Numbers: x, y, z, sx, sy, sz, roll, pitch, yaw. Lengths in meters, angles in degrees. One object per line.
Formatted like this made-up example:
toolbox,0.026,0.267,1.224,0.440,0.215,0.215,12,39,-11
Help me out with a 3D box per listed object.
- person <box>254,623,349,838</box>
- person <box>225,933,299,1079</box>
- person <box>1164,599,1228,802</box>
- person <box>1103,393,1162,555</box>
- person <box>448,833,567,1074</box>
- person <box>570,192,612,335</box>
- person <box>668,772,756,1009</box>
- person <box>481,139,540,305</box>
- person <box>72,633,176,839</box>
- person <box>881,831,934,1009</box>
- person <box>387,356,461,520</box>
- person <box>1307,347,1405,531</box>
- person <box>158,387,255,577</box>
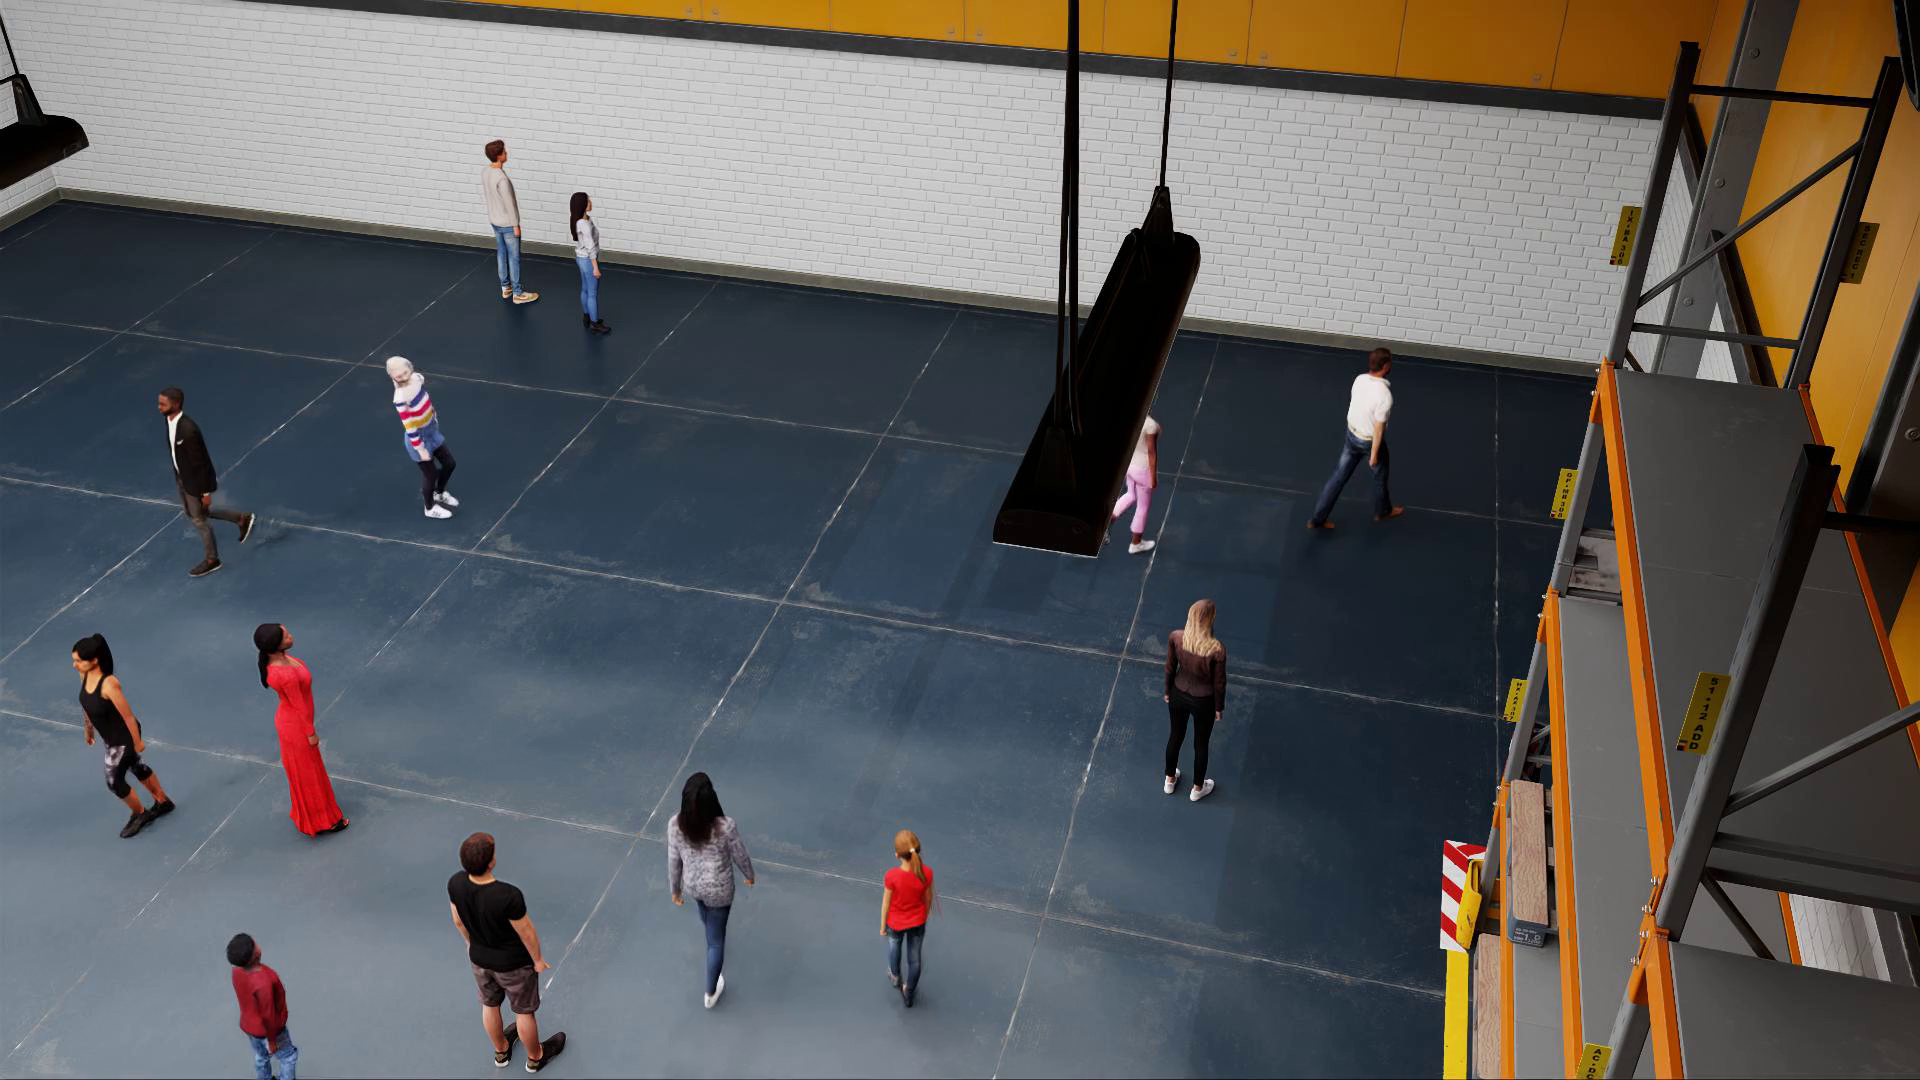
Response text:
person,-4.654,1.314,11.664,0.784,1.784,0.740,-23,40,-30
person,-4.135,2.879,9.810,0.608,1.230,0.613,29,43,36
person,1.675,1.150,11.985,0.655,1.703,0.596,18,37,24
person,1.496,-0.592,14.580,0.919,1.730,0.866,-16,37,-23
person,-2.739,2.456,9.876,0.660,1.862,0.567,9,35,14
person,-4.128,-3.076,18.406,0.729,1.632,0.665,-17,37,-24
person,-1.595,2.223,10.374,0.724,1.698,1.050,4,34,7
person,-5.210,-3.648,19.023,0.758,1.902,0.757,-27,42,-35
person,-5.878,1.328,11.764,0.722,1.650,0.777,25,41,33
person,-0.318,2.435,10.426,0.598,1.288,0.670,-7,34,-10
person,-4.877,-0.933,15.056,0.781,1.771,0.530,0,34,0
person,3.530,-0.848,14.899,1.242,1.804,1.273,-13,36,-18
person,-6.570,-0.544,14.460,0.928,1.783,1.066,28,43,35
